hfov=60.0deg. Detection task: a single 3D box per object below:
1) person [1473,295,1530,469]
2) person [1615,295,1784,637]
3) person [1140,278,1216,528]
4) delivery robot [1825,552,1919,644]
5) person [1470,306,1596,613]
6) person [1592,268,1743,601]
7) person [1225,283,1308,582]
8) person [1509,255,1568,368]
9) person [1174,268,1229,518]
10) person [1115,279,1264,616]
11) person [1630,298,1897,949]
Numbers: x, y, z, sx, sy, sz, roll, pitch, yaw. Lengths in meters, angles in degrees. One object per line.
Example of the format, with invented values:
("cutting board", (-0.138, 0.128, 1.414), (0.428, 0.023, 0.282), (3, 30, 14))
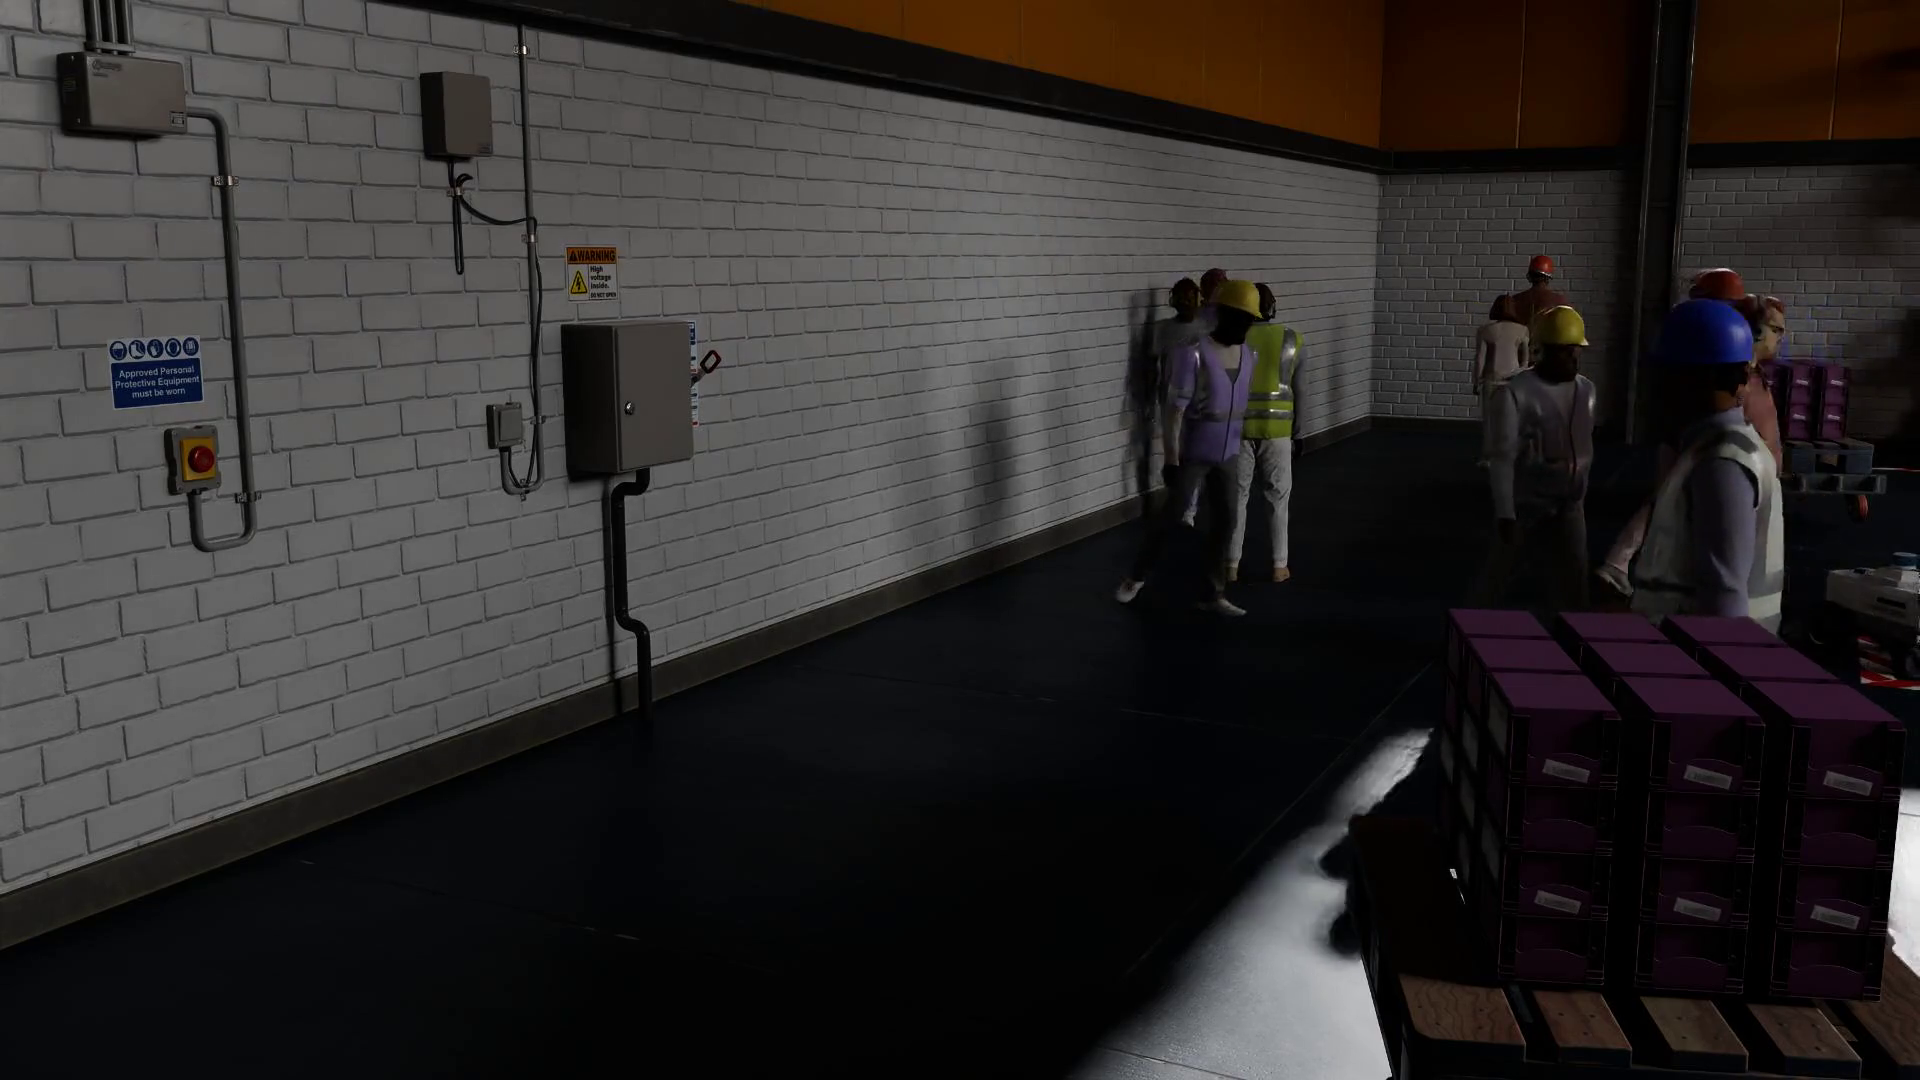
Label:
("person", (5.073, -1.480, 15.619), (0.501, 1.633, 0.285), (1, 10, 7))
("person", (3.289, -0.155, 7.344), (0.994, 1.856, 0.649), (9, 13, 43))
("person", (1.614, -1.002, 12.304), (0.533, 1.828, 0.914), (2, 10, 12))
("delivery robot", (4.604, 0.304, 8.139), (0.477, 0.478, 0.707), (-2, 10, -13))
("person", (2.716, -0.205, 7.821), (0.614, 1.785, 0.940), (-4, 10, -20))
("person", (4.172, -0.586, 9.580), (1.014, 1.946, 0.621), (-3, 10, -15))
("person", (1.819, -0.653, 10.240), (0.626, 1.842, 0.429), (2, 10, 9))
("person", (5.661, -1.784, 16.332), (0.612, 1.997, 0.375), (8, 12, 38))
("person", (1.923, -1.108, 12.685), (0.651, 1.904, 0.404), (2, 10, 12))
("person", (1.326, -0.520, 9.369), (0.634, 1.887, 0.780), (-6, 12, -31))
("person", (2.091, 0.301, 4.535), (0.955, 1.911, 0.629), (5, 11, 25))
